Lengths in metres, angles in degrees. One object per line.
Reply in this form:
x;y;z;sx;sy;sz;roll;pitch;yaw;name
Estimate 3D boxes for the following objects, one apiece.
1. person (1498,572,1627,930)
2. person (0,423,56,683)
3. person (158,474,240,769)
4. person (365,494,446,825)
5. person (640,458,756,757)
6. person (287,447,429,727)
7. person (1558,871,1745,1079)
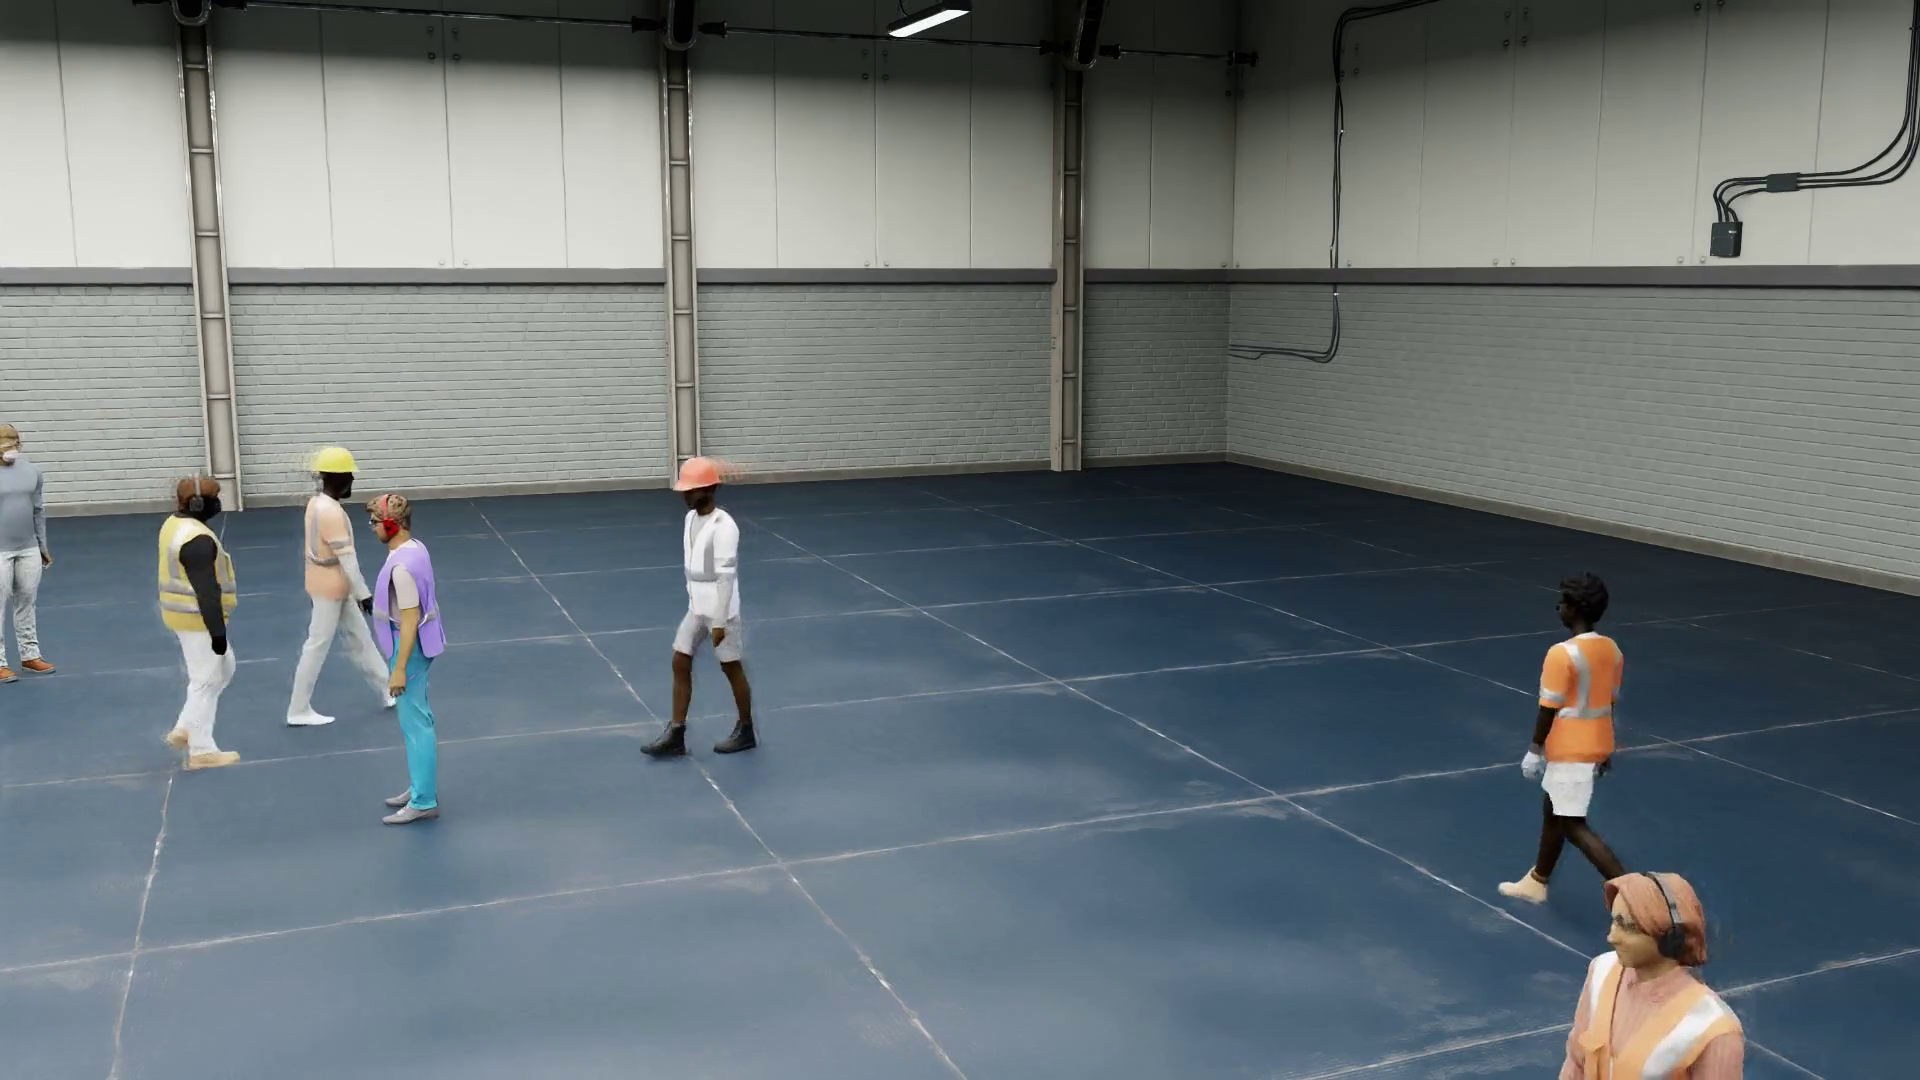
2.913;0.983;7.722;0.534;1.669;0.798;-9;12;-43;person
-7.141;0.085;12.509;0.372;1.939;0.631;4;10;25;person
-4.658;0.503;10.224;0.446;1.827;0.654;-6;11;-34;person
-3.061;0.654;9.248;0.388;1.837;0.564;-2;9;-14;person
-1.643;0.440;10.378;0.867;1.898;0.575;-7;12;-38;person
-4.144;0.311;11.276;0.971;1.879;0.593;-4;10;-24;person
1.596;1.594;4.091;0.853;1.595;0.532;-2;9;-11;person
